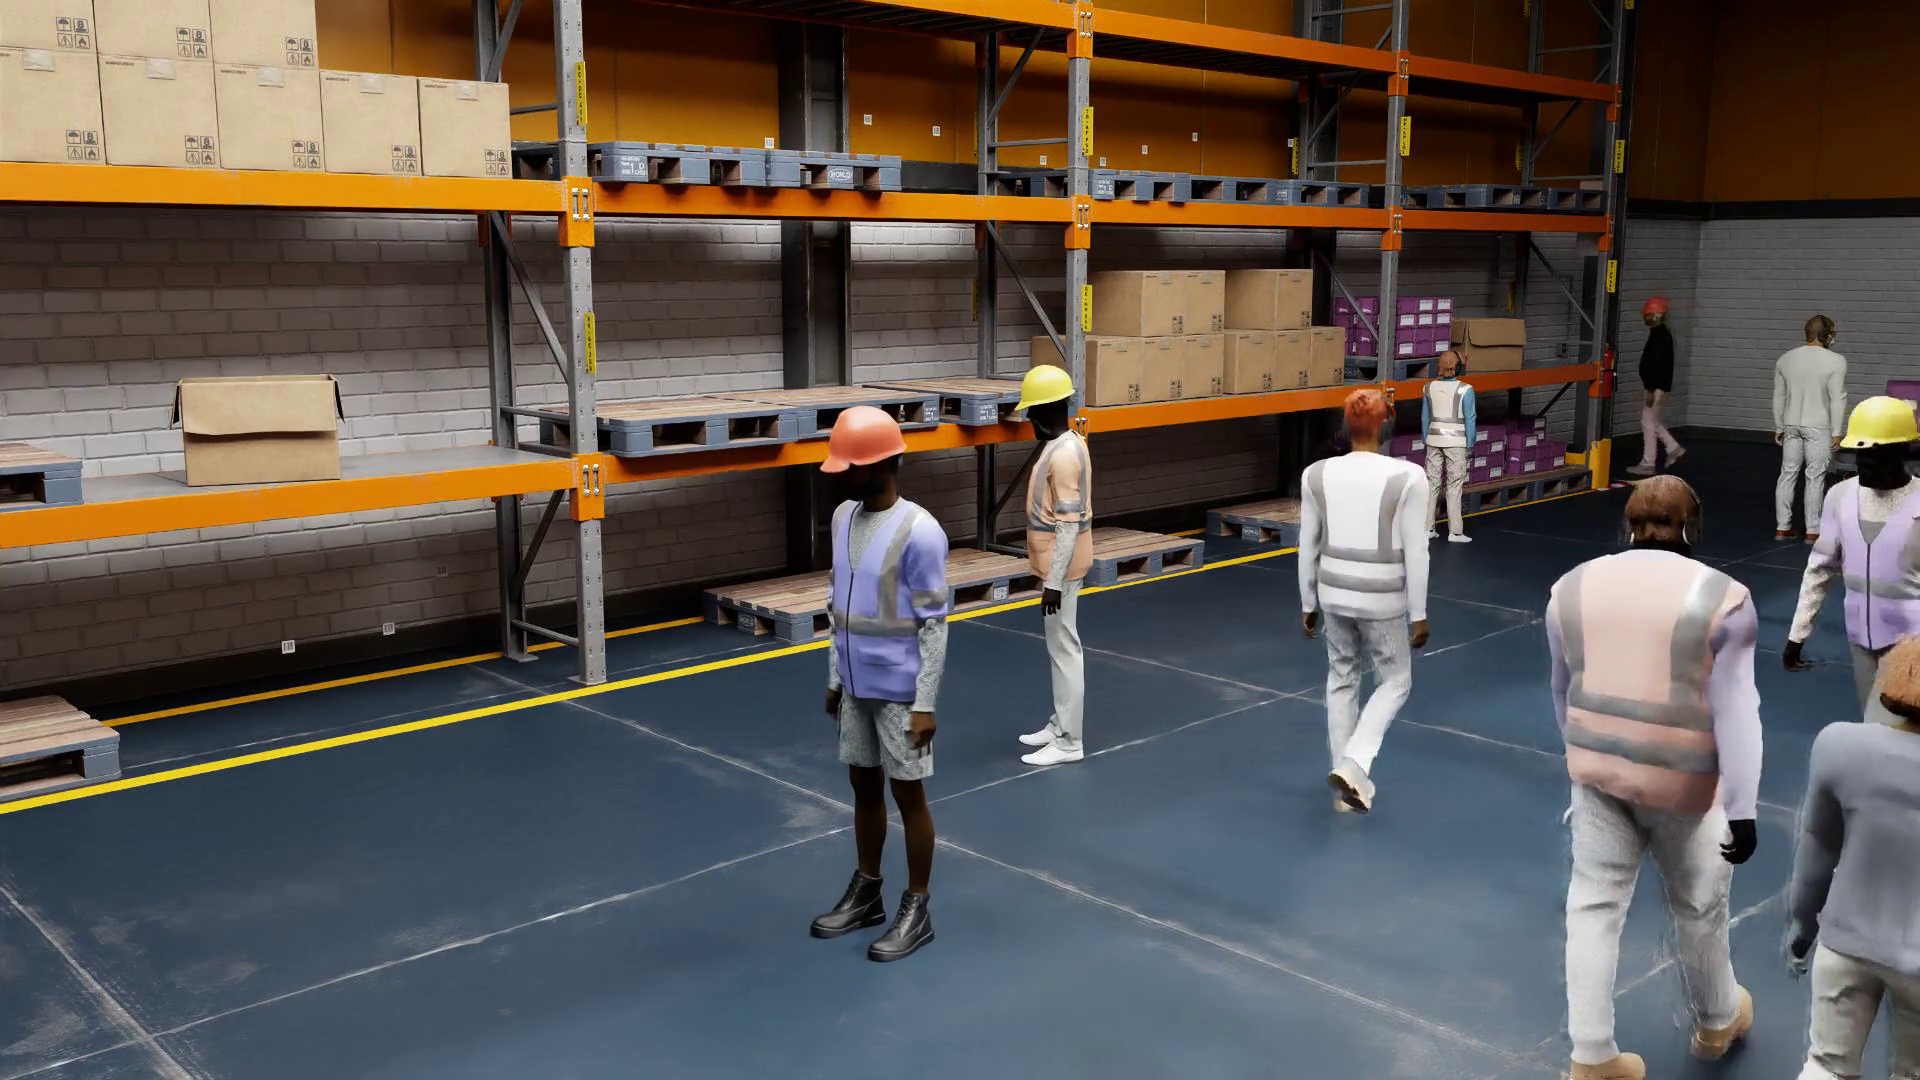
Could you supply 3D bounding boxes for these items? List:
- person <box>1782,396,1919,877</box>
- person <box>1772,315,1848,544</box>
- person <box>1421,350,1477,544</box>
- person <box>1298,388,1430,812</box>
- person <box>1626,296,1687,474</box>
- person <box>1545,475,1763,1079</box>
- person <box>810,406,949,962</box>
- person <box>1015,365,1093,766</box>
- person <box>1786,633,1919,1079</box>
[{"bbox_3d":[3.586,0.385,6.529,0.869,1.883,0.654,-4,10,-22],"label":"person"},{"bbox_3d":[7.198,-0.934,14.114,0.379,1.937,0.629,-5,11,-29],"label":"person"},{"bbox_3d":[4.144,-0.789,14.134,0.308,1.640,0.510,-9,13,-41],"label":"person"},{"bbox_3d":[1.726,0.281,7.191,0.604,1.871,0.489,7,12,36],"label":"person"},{"bbox_3d":[7.774,-1.713,18.521,0.522,1.981,0.633,5,11,28],"label":"person"},{"bbox_3d":[2.098,0.706,4.940,0.903,1.789,0.688,-9,13,-41],"label":"person"},{"bbox_3d":[-0.289,0.496,5.770,0.385,1.927,0.546,-9,13,-42],"label":"person"},{"bbox_3d":[0.449,0.122,7.975,0.379,1.920,0.586,0,10,3],"label":"person"},{"bbox_3d":[2.118,0.988,3.834,0.660,1.606,0.514,-8,12,-38],"label":"person"}]
